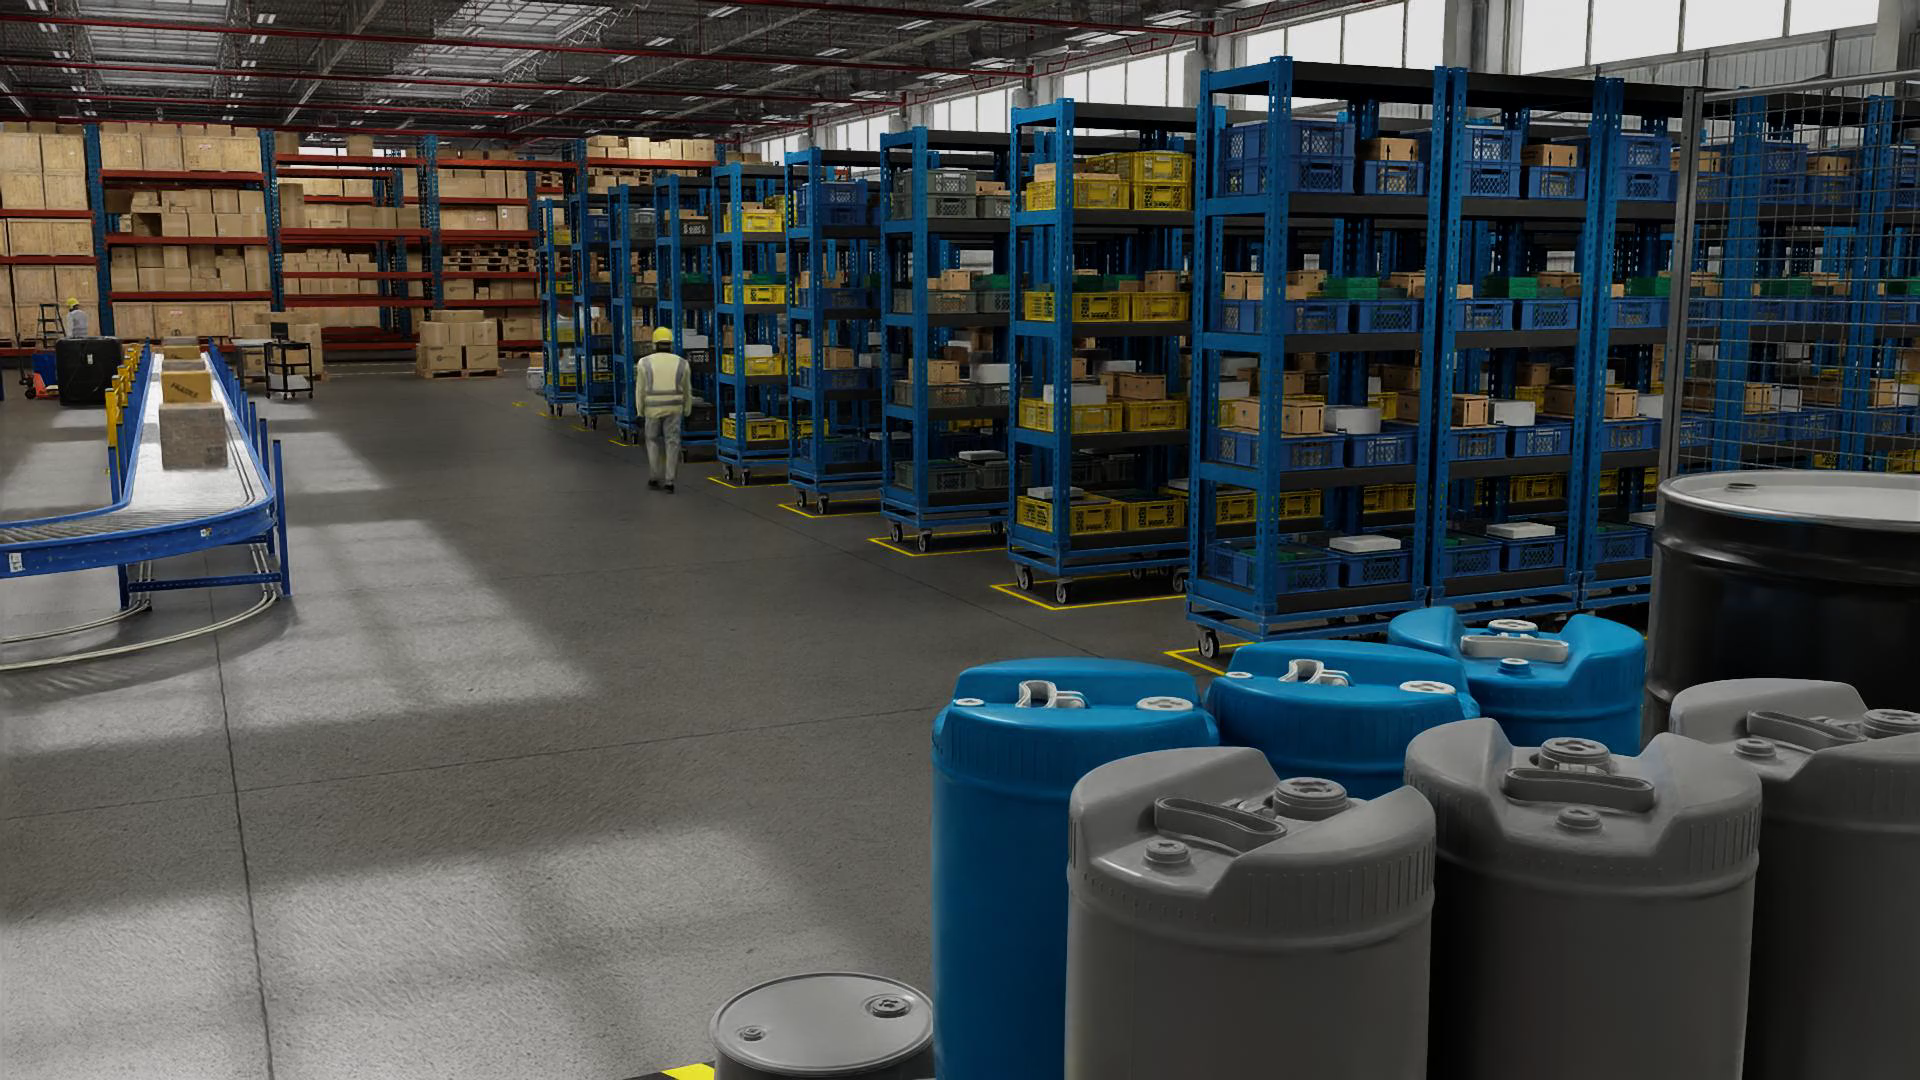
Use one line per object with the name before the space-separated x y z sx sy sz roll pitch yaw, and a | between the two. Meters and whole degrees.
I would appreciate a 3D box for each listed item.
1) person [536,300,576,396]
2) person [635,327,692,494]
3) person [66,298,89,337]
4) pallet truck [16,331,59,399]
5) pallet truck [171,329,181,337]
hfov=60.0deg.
person | -7.873 -3.786 32.662 0.621 1.899 1.013 7 12 38
person | -3.260 -1.427 18.247 0.625 1.806 0.763 -3 10 -16
person | -20.236 -4.636 38.140 0.406 1.822 0.591 2 9 15
pallet truck | -17.082 -3.353 31.781 1.630 1.274 0.653 -4 10 -25
pallet truck | -17.275 -3.851 35.096 1.601 1.201 0.680 0 9 1
